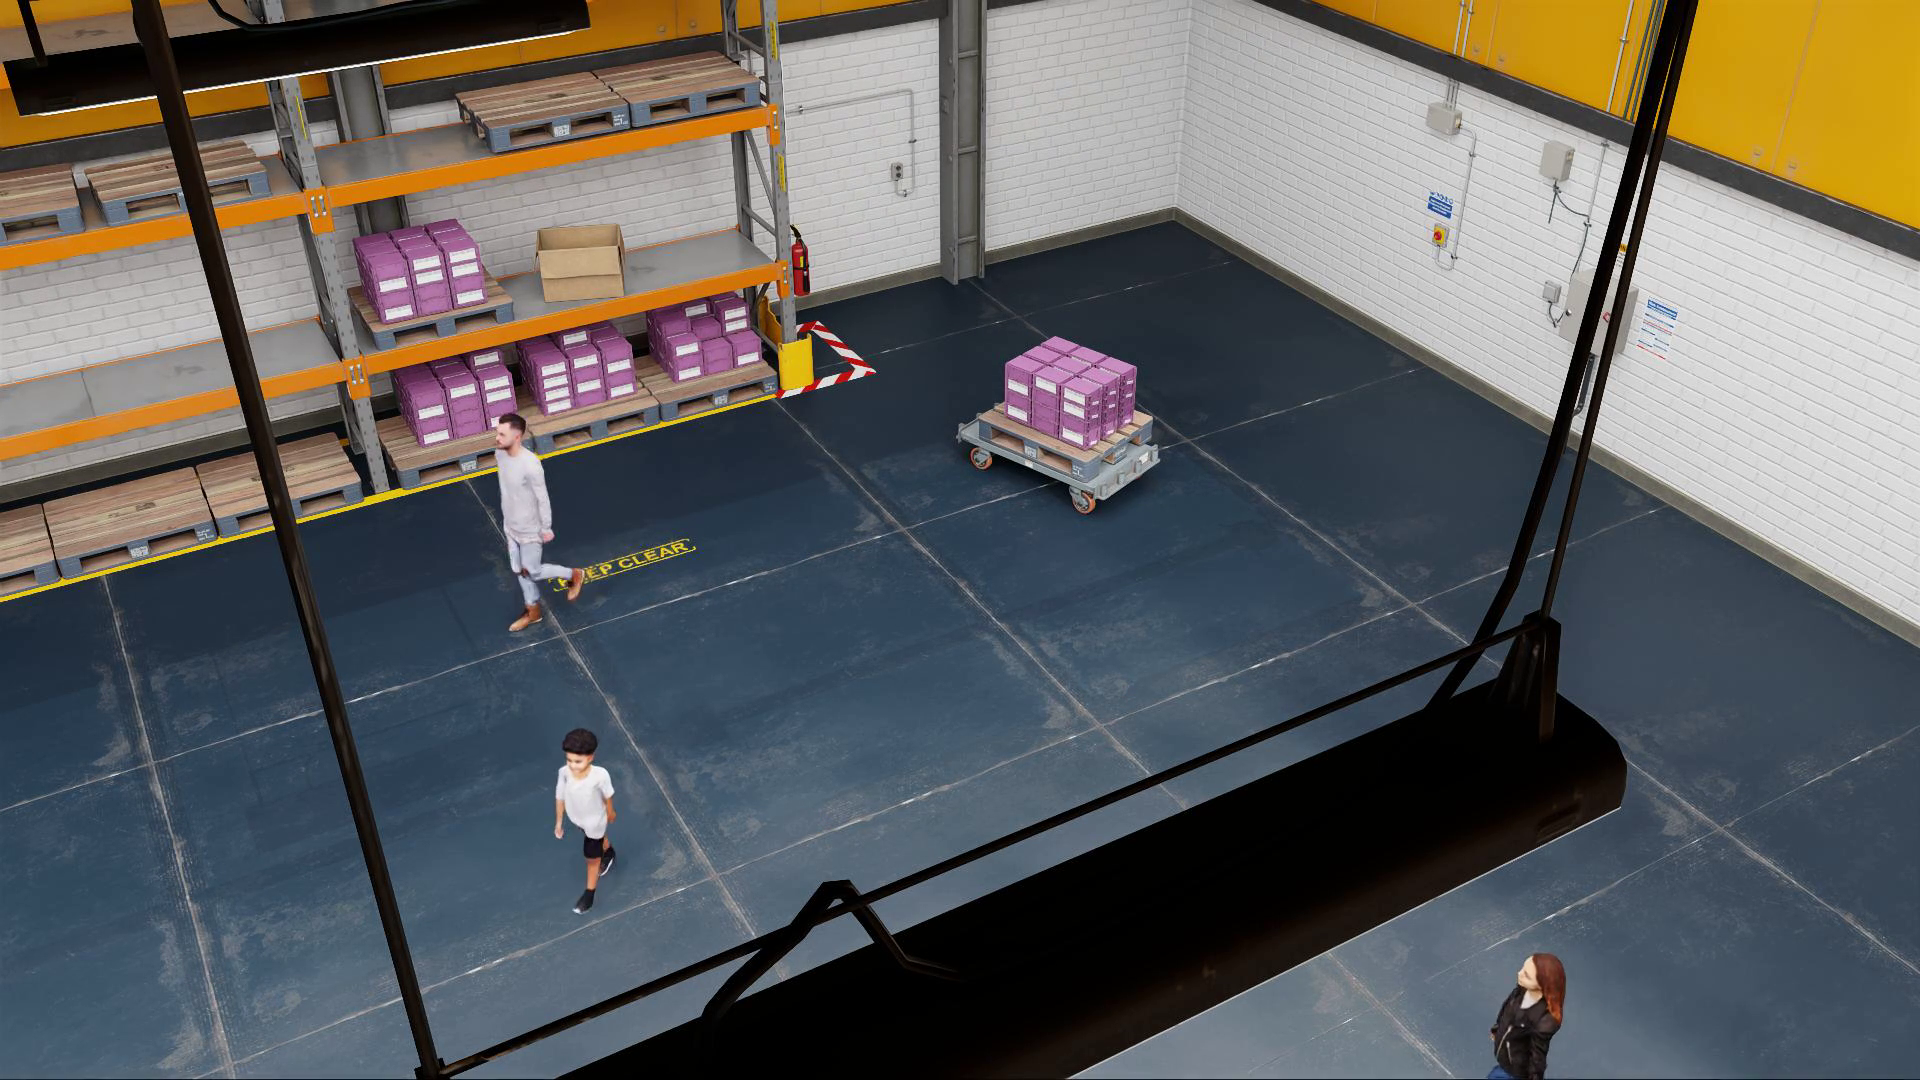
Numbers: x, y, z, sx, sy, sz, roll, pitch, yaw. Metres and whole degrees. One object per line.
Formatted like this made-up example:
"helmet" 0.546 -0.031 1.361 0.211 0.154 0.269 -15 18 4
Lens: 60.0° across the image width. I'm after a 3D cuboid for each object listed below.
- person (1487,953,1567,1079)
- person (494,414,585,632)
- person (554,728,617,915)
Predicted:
"person" 2.981 2.683 8.683 1.050 1.458 0.913 3 34 5
"person" -3.252 -0.161 12.633 0.834 1.823 1.003 28 43 35
"person" -2.313 1.663 10.430 0.835 1.223 0.892 8 34 12
